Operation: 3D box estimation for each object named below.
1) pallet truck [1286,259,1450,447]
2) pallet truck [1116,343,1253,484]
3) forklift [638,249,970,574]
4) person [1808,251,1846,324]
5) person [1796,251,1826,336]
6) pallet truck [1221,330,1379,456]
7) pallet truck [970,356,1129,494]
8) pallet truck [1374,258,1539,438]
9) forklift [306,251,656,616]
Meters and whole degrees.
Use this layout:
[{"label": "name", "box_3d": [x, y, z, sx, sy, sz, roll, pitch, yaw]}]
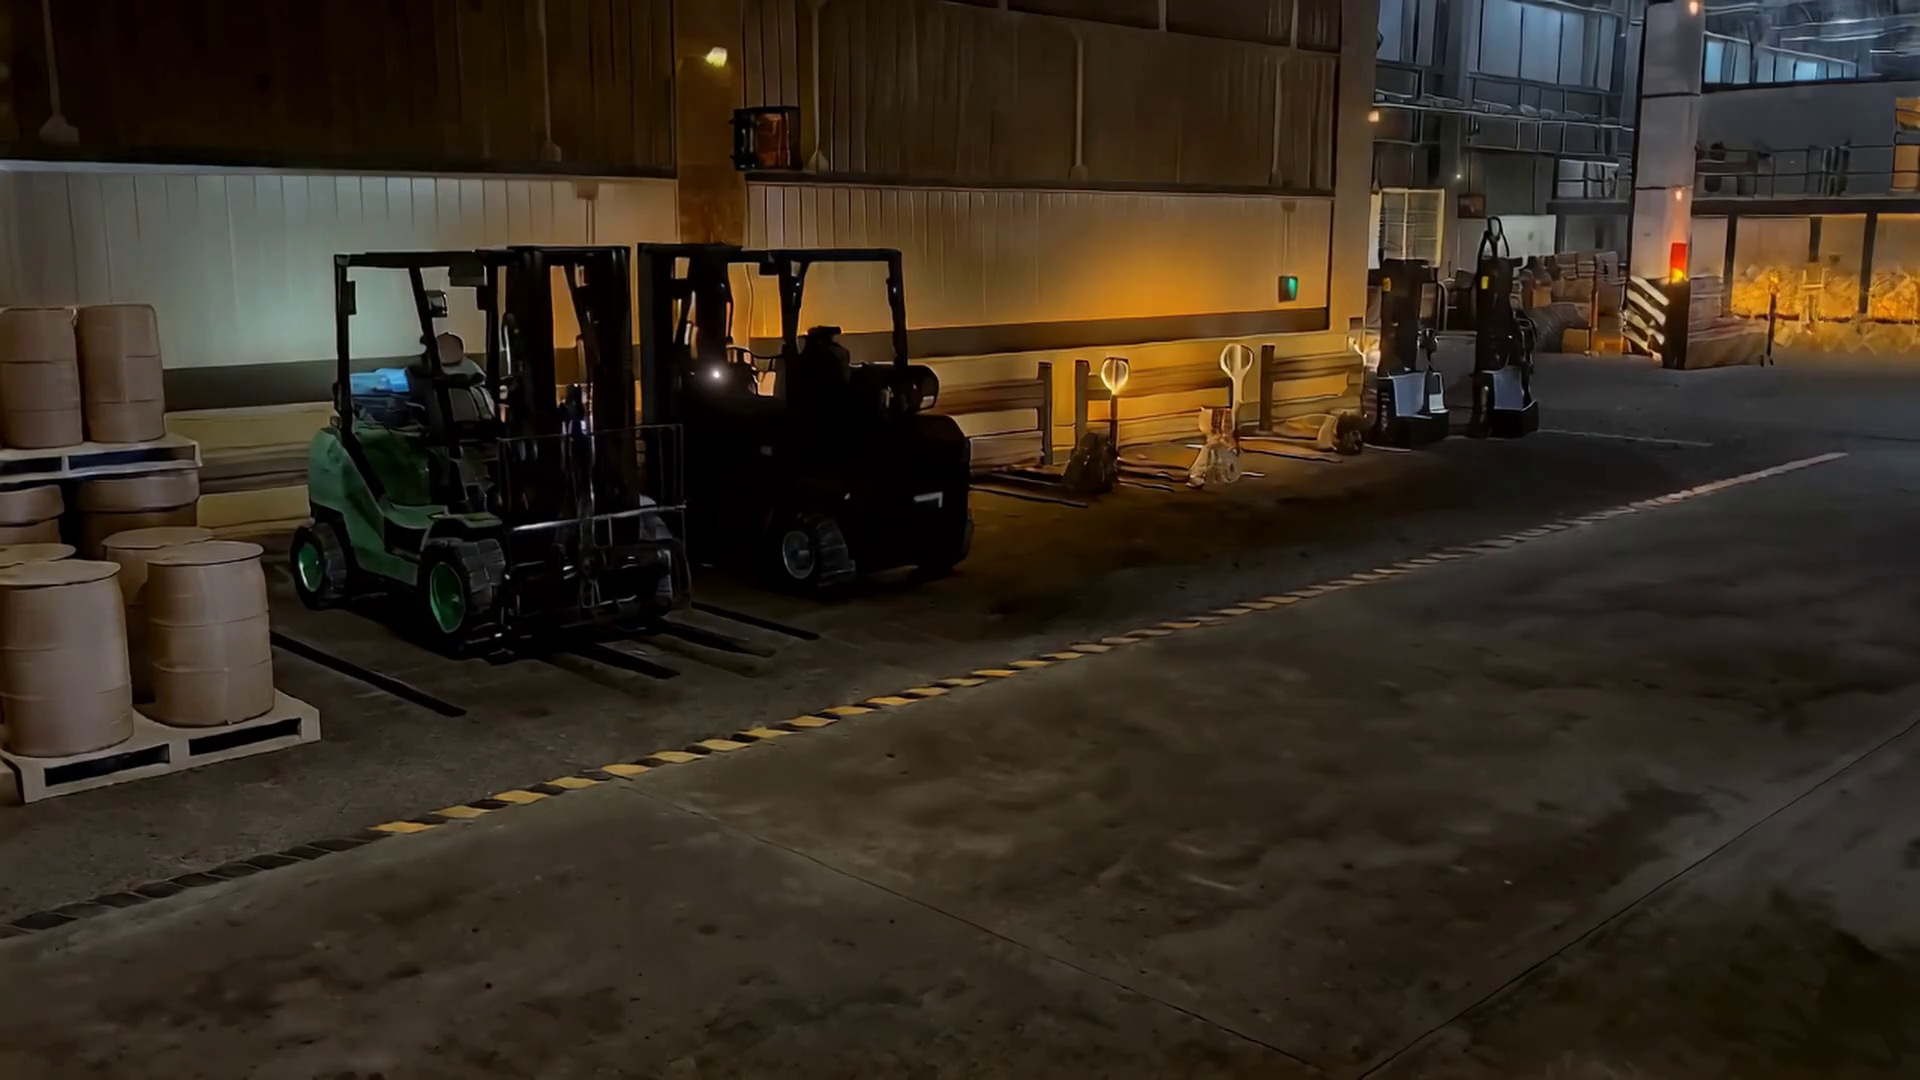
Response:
[{"label": "pallet truck", "box_3d": [4.493, -2.078, 18.196, 0.823, 1.965, 1.885, -9, 14, -40]}, {"label": "pallet truck", "box_3d": [1.962, -1.215, 15.415, 1.522, 1.261, 0.704, 10, 14, 43]}, {"label": "forklift", "box_3d": [-1.173, -0.958, 11.239, 2.680, 1.987, 1.157, 10, 14, 43]}, {"label": "person", "box_3d": [21.939, -6.393, 42.133, 1.019, 1.863, 0.627, 6, 12, 31]}, {"label": "person", "box_3d": [19.065, -5.523, 37.290, 0.579, 1.882, 0.342, 2, 11, 11]}, {"label": "pallet truck", "box_3d": [3.563, -1.581, 17.381, 0.653, 1.274, 1.630, -10, 14, -44]}, {"label": "pallet truck", "box_3d": [0.784, -1.085, 14.876, 0.680, 1.201, 1.601, -10, 14, -44]}, {"label": "pallet truck", "box_3d": [5.704, -2.208, 18.901, 1.885, 1.965, 0.823, 10, 14, 43]}, {"label": "forklift", "box_3d": [-2.833, -0.669, 9.694, 1.157, 1.987, 2.680, -10, 14, -44]}]
